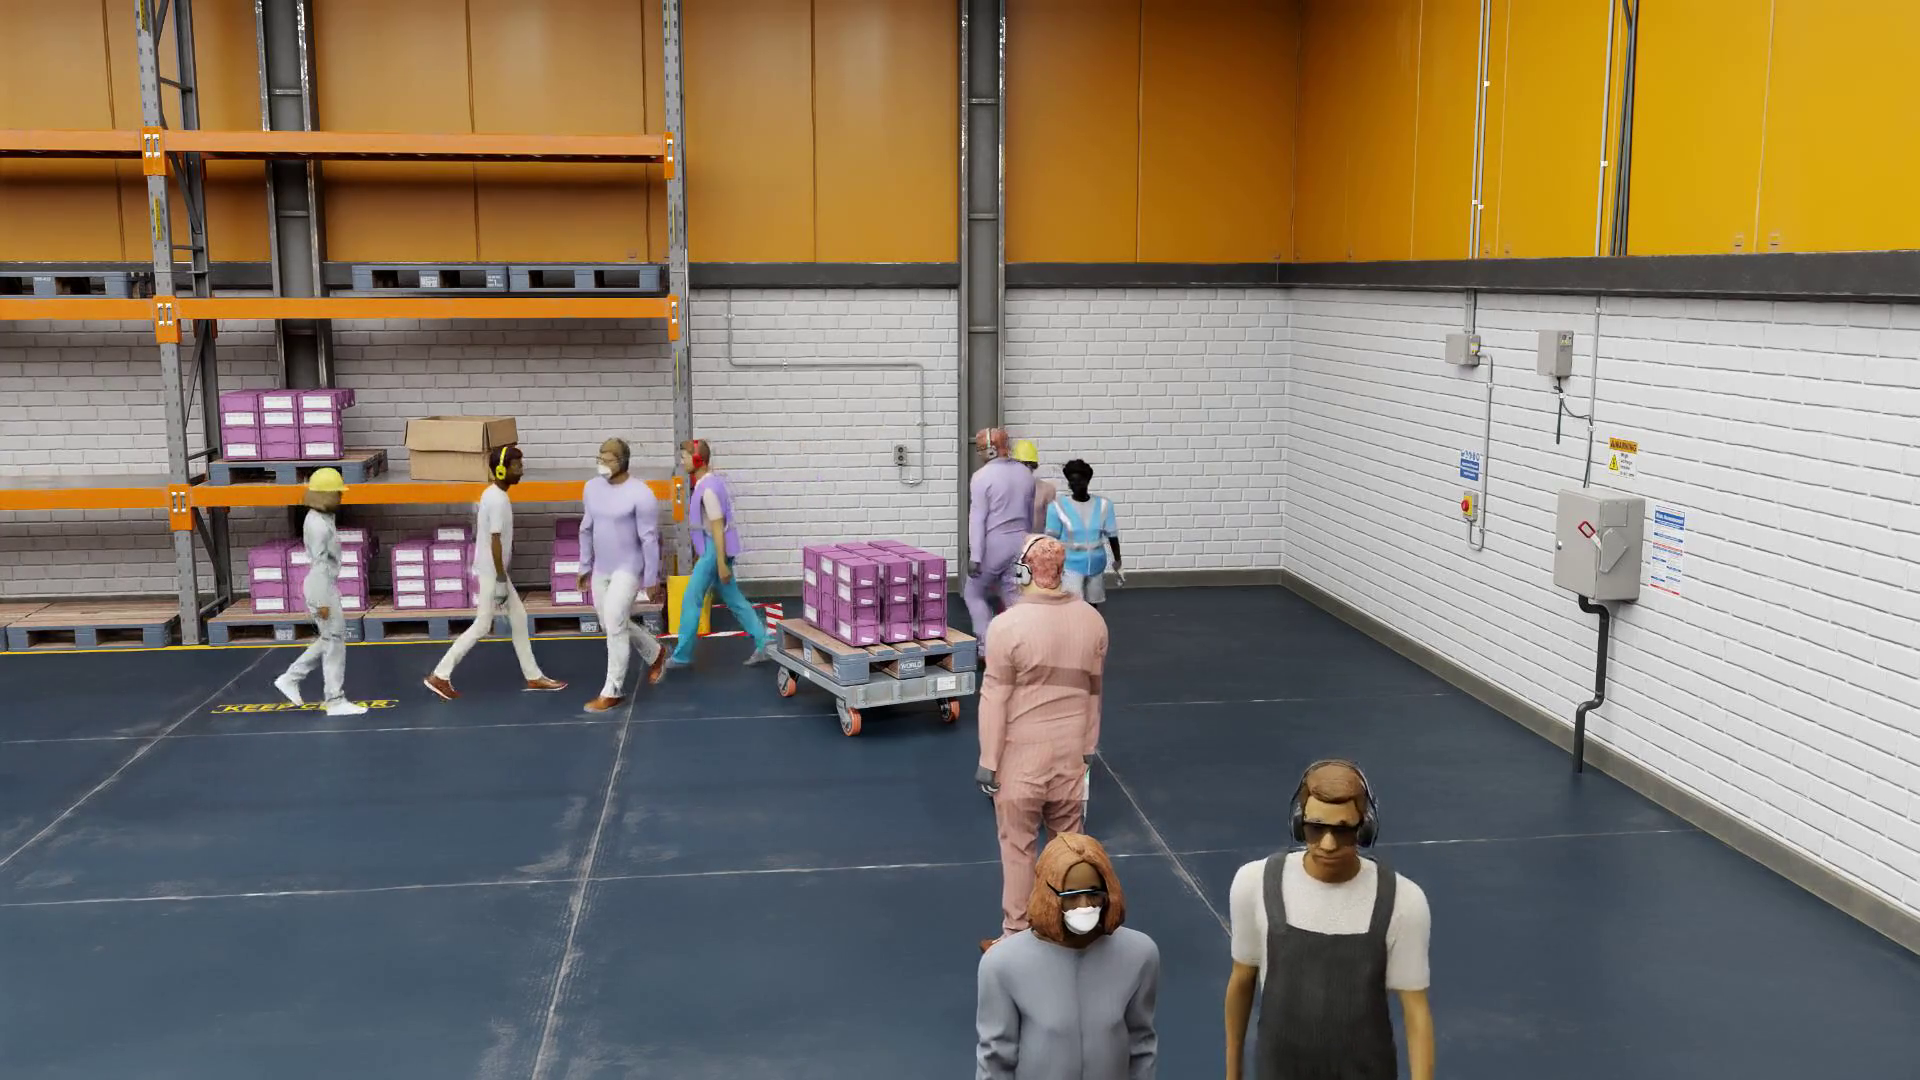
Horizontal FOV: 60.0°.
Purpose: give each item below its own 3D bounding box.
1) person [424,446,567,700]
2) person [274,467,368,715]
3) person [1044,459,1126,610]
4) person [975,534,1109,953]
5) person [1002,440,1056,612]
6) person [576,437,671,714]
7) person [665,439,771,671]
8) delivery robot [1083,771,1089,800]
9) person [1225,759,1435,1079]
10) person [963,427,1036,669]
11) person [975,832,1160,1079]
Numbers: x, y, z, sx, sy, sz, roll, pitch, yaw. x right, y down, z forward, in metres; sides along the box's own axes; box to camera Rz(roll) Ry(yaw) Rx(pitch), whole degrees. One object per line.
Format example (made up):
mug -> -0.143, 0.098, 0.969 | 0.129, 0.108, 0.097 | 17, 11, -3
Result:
person -> -3.377, 0.233, 11.892 | 0.954, 1.820, 0.585 | -2, 9, -14
person -> -4.379, 0.361, 11.334 | 0.484, 1.725, 0.504 | -4, 10, -23
person -> 0.913, 0.225, 12.312 | 0.563, 1.670, 0.409 | -3, 10, -20
person -> 0.341, 0.917, 7.356 | 0.647, 1.901, 0.402 | -6, 11, -35
person -> 0.498, 0.058, 13.280 | 0.532, 1.734, 0.918 | -1, 9, -5
person -> -2.337, 0.216, 11.691 | 0.641, 1.918, 0.832 | 6, 11, 35
person -> -1.852, 0.113, 12.722 | 0.952, 1.786, 0.578 | -1, 9, -6
delivery robot -> 0.463, 1.236, 9.236 | 0.477, 0.478, 0.707 | -2, 9, -14
person -> 0.935, 1.457, 4.269 | 0.541, 1.798, 0.936 | 2, 9, 12
person -> 0.267, 0.081, 12.609 | 0.701, 1.875, 0.627 | -7, 12, -39
person -> 0.280, 1.540, 4.278 | 0.498, 1.633, 0.285 | -3, 10, -17
